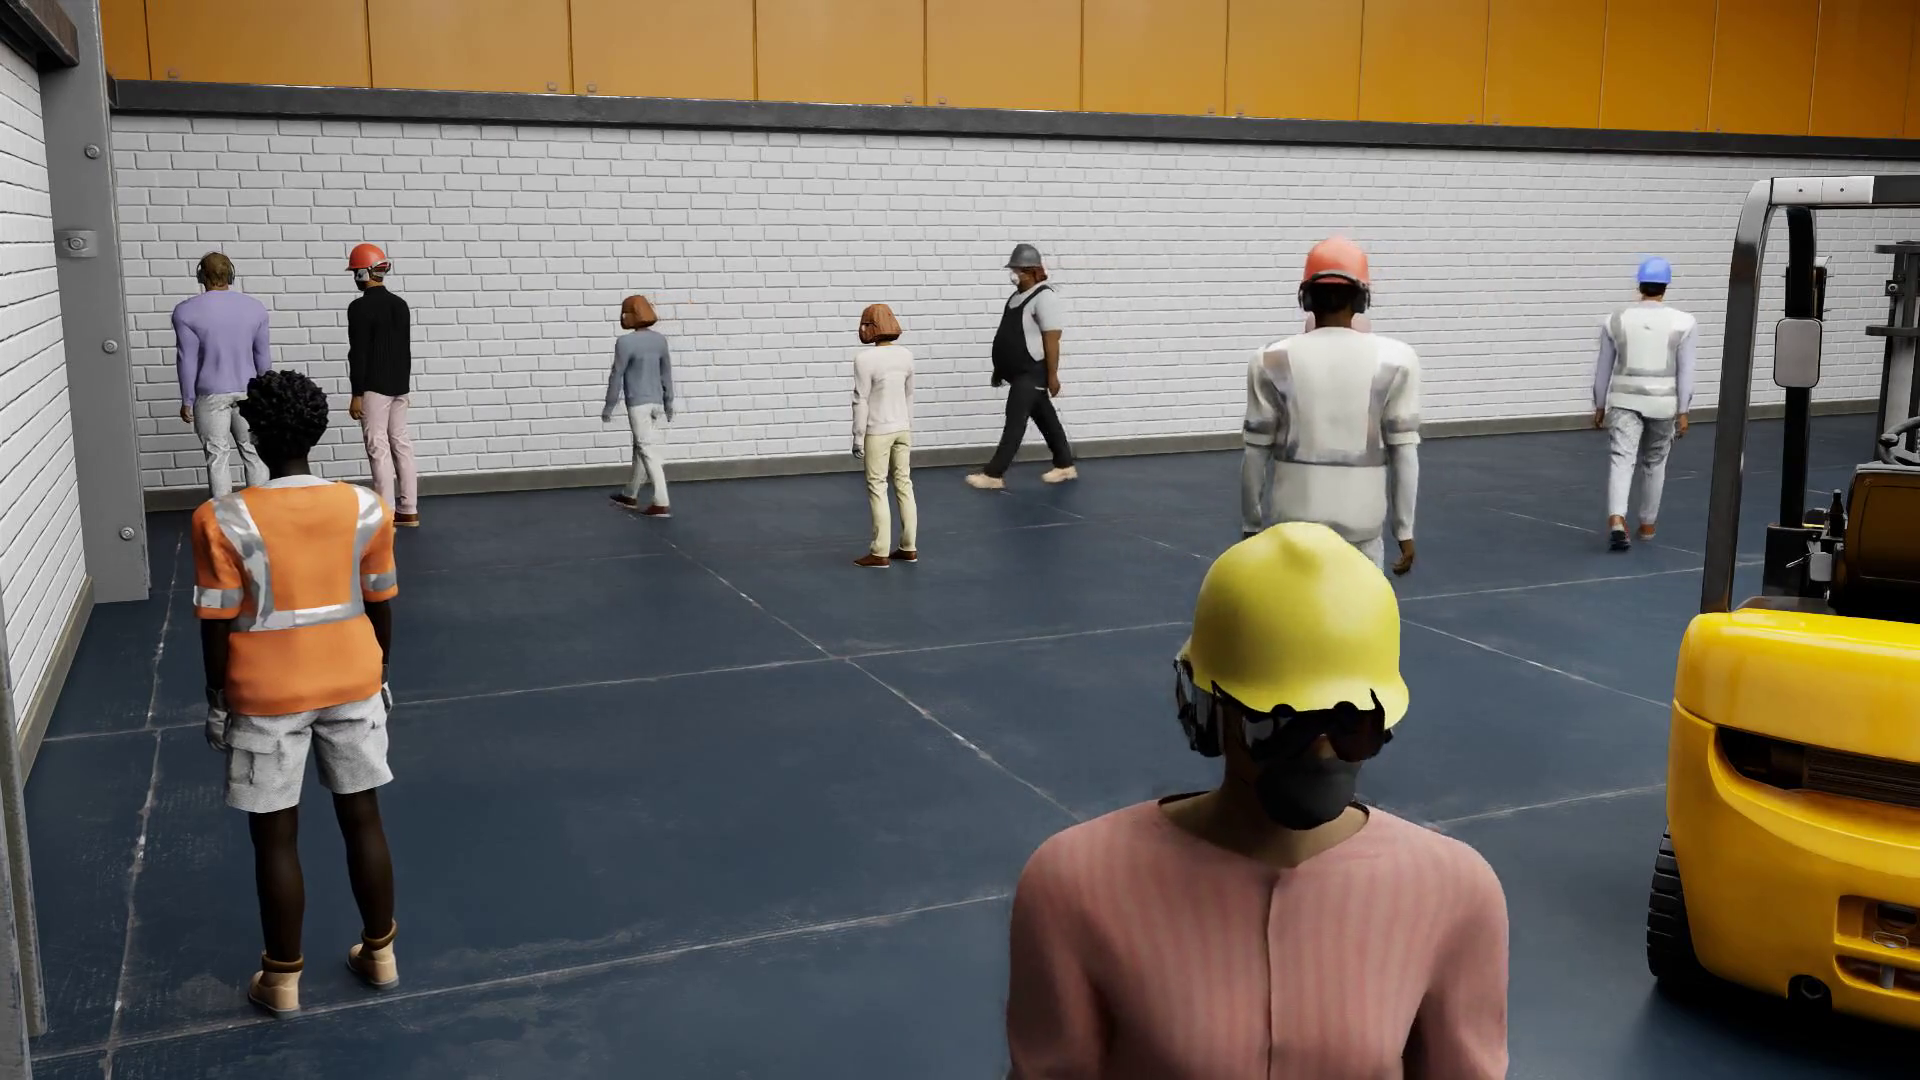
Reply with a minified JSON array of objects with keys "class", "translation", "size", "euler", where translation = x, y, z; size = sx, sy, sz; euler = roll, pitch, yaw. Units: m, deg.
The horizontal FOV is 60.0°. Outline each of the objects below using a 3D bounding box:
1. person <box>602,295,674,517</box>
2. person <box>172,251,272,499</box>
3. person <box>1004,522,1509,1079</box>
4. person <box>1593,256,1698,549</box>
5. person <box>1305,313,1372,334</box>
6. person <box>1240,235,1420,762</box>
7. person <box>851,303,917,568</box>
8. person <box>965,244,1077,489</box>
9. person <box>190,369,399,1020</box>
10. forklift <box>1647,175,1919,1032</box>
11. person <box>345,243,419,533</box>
[{"class":"person","translation":[-2.419,-0.980,12.199],"size":[0.740,1.604,0.515],"euler":[5,12,28]},{"class":"person","translation":[-4.965,-0.973,11.248],"size":[0.368,1.939,0.632],"euler":[10,14,43]},{"class":"person","translation":[0.309,0.841,1.758],"size":[0.552,1.748,0.467],"euler":[-1,10,-4]},{"class":"person","translation":[4.473,-0.898,10.915],"size":[0.616,1.916,0.939],"euler":[5,11,26]},{"class":"person","translation":[2.984,-1.239,13.189],"size":[0.533,1.767,0.323],"euler":[1,10,8]},{"class":"person","translation":[1.363,-0.102,6.198],"size":[0.636,2.024,0.686],"euler":[2,10,11]},{"class":"person","translation":[-0.472,-0.645,10.310],"size":[0.287,1.625,0.497],"euler":[9,14,40]},{"class":"person","translation":[0.547,-1.452,13.604],"size":[1.042,2.000,0.691],"euler":[-3,11,-17]},{"class":"person","translation":[-1.717,0.401,4.365],"size":[0.321,1.689,0.530],"euler":[10,14,44]},{"class":"forklift","translation":[2.810,0.094,4.662],"size":[1.214,2.155,2.313],"euler":[7,12,34]},{"class":"person","translation":[-4.022,-1.044,11.512],"size":[0.402,1.990,0.617],"euler":[3,11,14]}]
